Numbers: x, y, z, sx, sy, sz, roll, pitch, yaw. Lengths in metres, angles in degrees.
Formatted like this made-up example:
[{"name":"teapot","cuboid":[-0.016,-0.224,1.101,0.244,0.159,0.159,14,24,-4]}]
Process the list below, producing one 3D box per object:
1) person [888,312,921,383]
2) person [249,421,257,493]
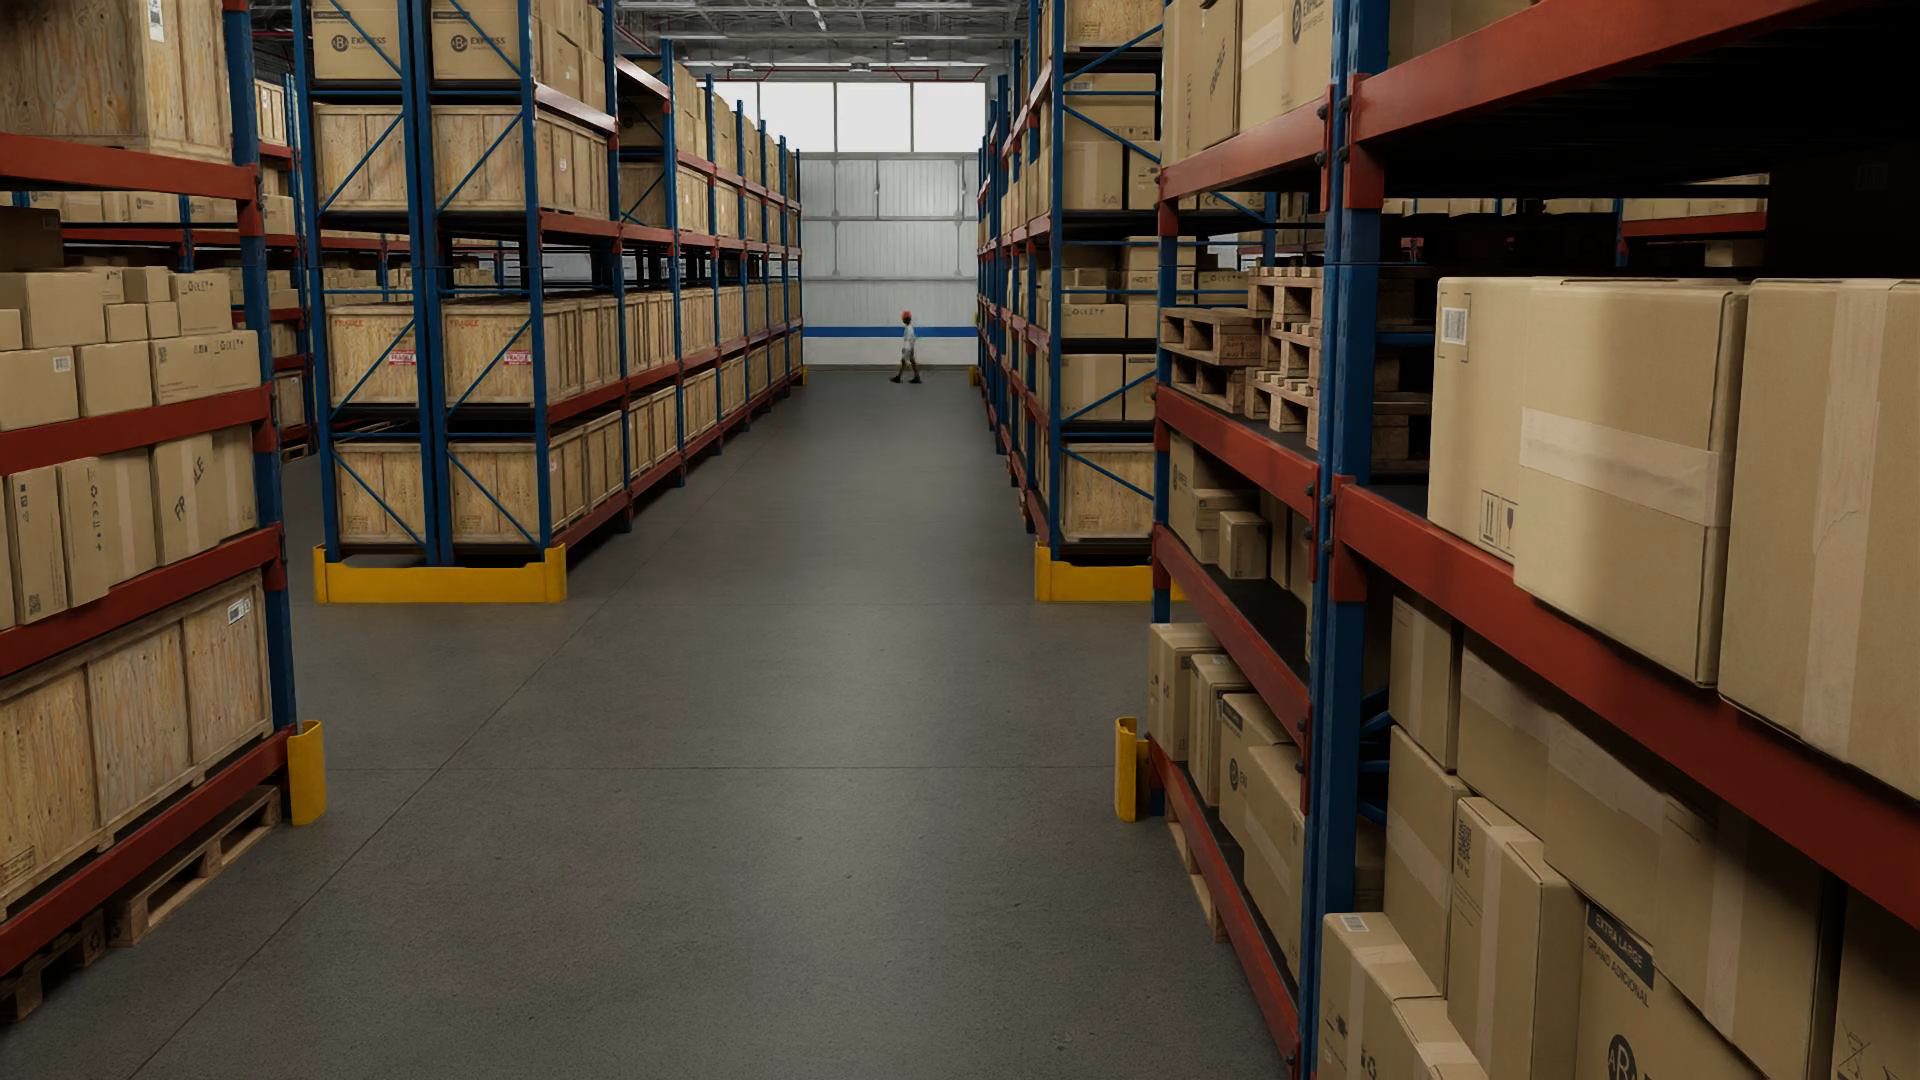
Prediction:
[{"name":"person","cuboid":[-1.477,-5.090,44.065,0.943,1.892,0.564,0,9,-3]},{"name":"person","cuboid":[-7.604,-0.728,17.955,0.502,1.698,0.905,-2,10,-14]}]
